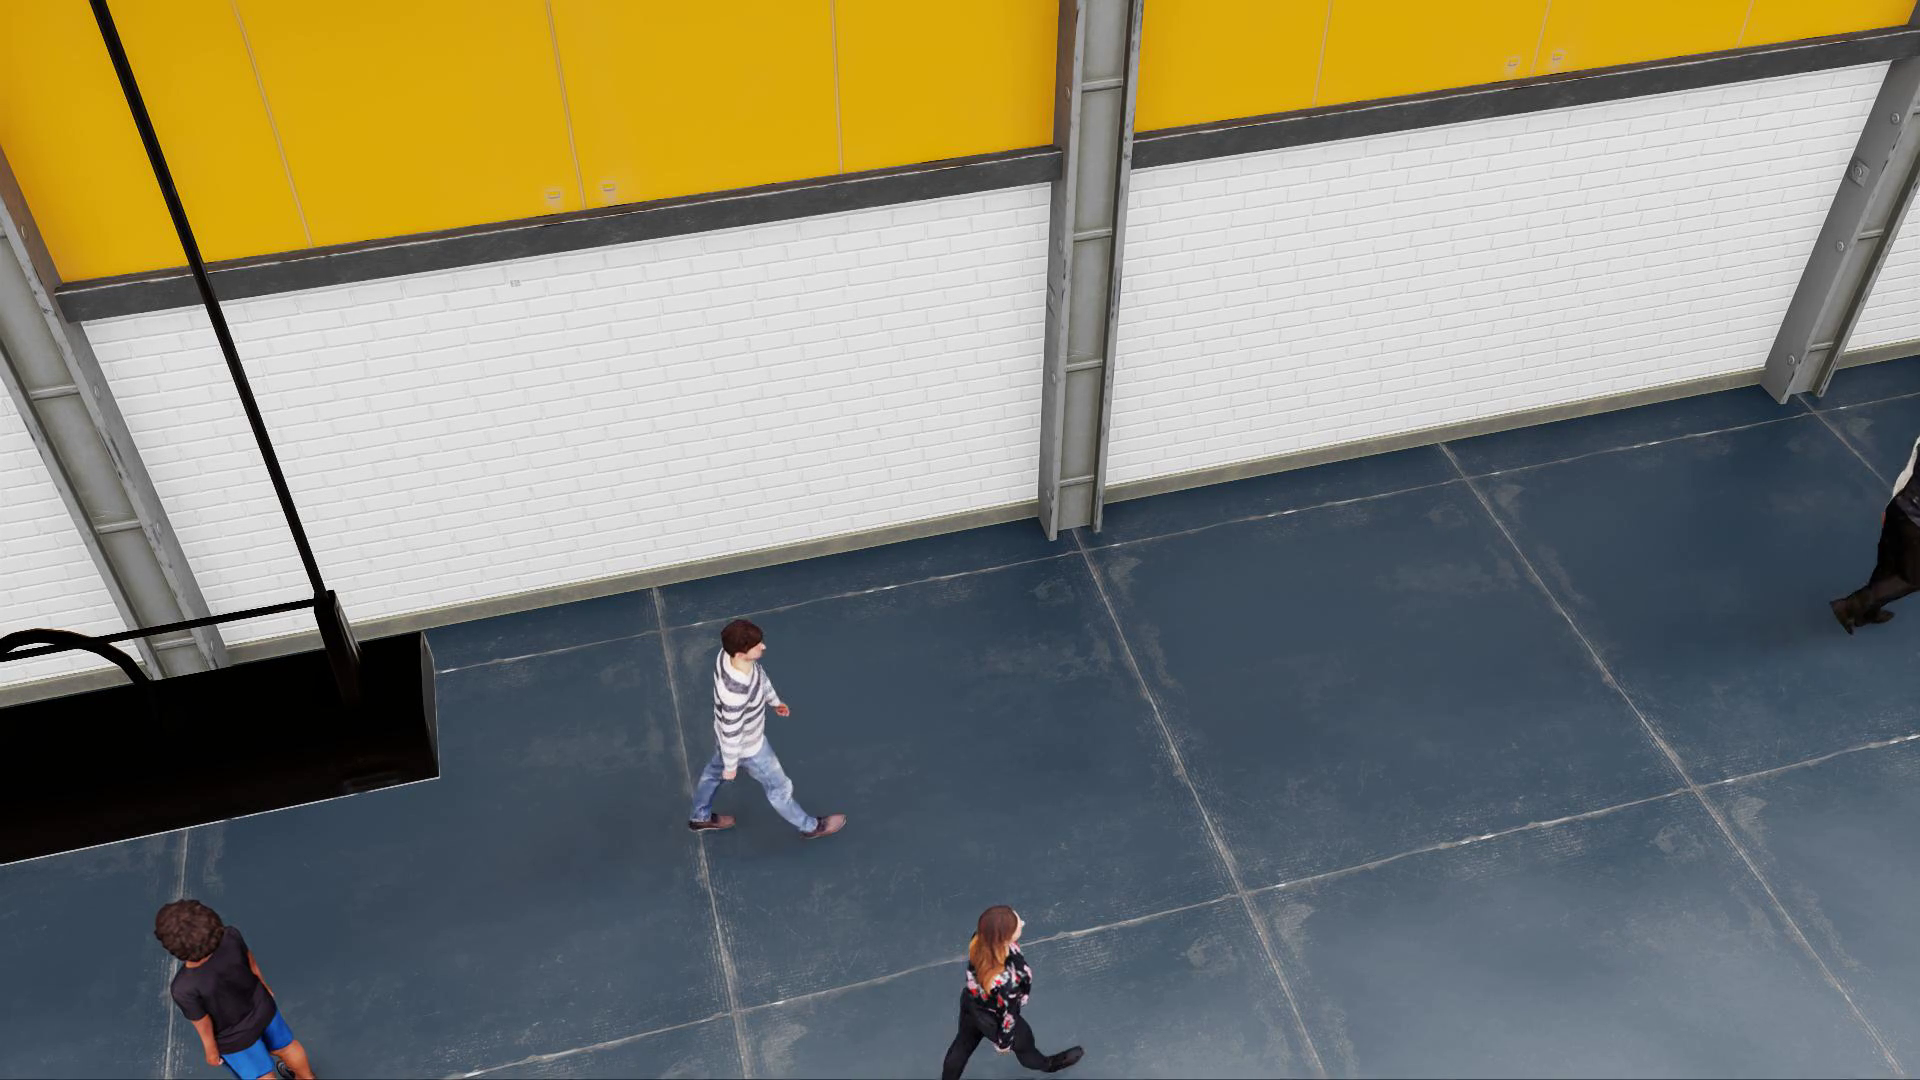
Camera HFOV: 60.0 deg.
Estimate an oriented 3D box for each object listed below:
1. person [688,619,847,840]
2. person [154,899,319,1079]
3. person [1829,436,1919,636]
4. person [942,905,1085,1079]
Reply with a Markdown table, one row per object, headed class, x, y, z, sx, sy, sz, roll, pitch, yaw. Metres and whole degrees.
| class | x | y | z | sx | sy | sz | roll | pitch | yaw |
| --- | --- | --- | --- | --- | --- | --- | --- | --- | --- |
| person | -1.338 | 1.121 | 9.439 | 1.182 | 1.797 | 0.726 | -7 | 44 | -7 |
| person | -3.530 | 2.343 | 8.156 | 0.732 | 1.799 | 0.693 | 15 | 46 | 15 |
| person | 6.036 | -0.084 | 10.628 | 0.861 | 1.903 | 0.732 | -7 | 44 | -7 |
| person | 0.086 | 2.358 | 8.253 | 1.073 | 1.643 | 0.717 | -19 | 47 | -19 |
